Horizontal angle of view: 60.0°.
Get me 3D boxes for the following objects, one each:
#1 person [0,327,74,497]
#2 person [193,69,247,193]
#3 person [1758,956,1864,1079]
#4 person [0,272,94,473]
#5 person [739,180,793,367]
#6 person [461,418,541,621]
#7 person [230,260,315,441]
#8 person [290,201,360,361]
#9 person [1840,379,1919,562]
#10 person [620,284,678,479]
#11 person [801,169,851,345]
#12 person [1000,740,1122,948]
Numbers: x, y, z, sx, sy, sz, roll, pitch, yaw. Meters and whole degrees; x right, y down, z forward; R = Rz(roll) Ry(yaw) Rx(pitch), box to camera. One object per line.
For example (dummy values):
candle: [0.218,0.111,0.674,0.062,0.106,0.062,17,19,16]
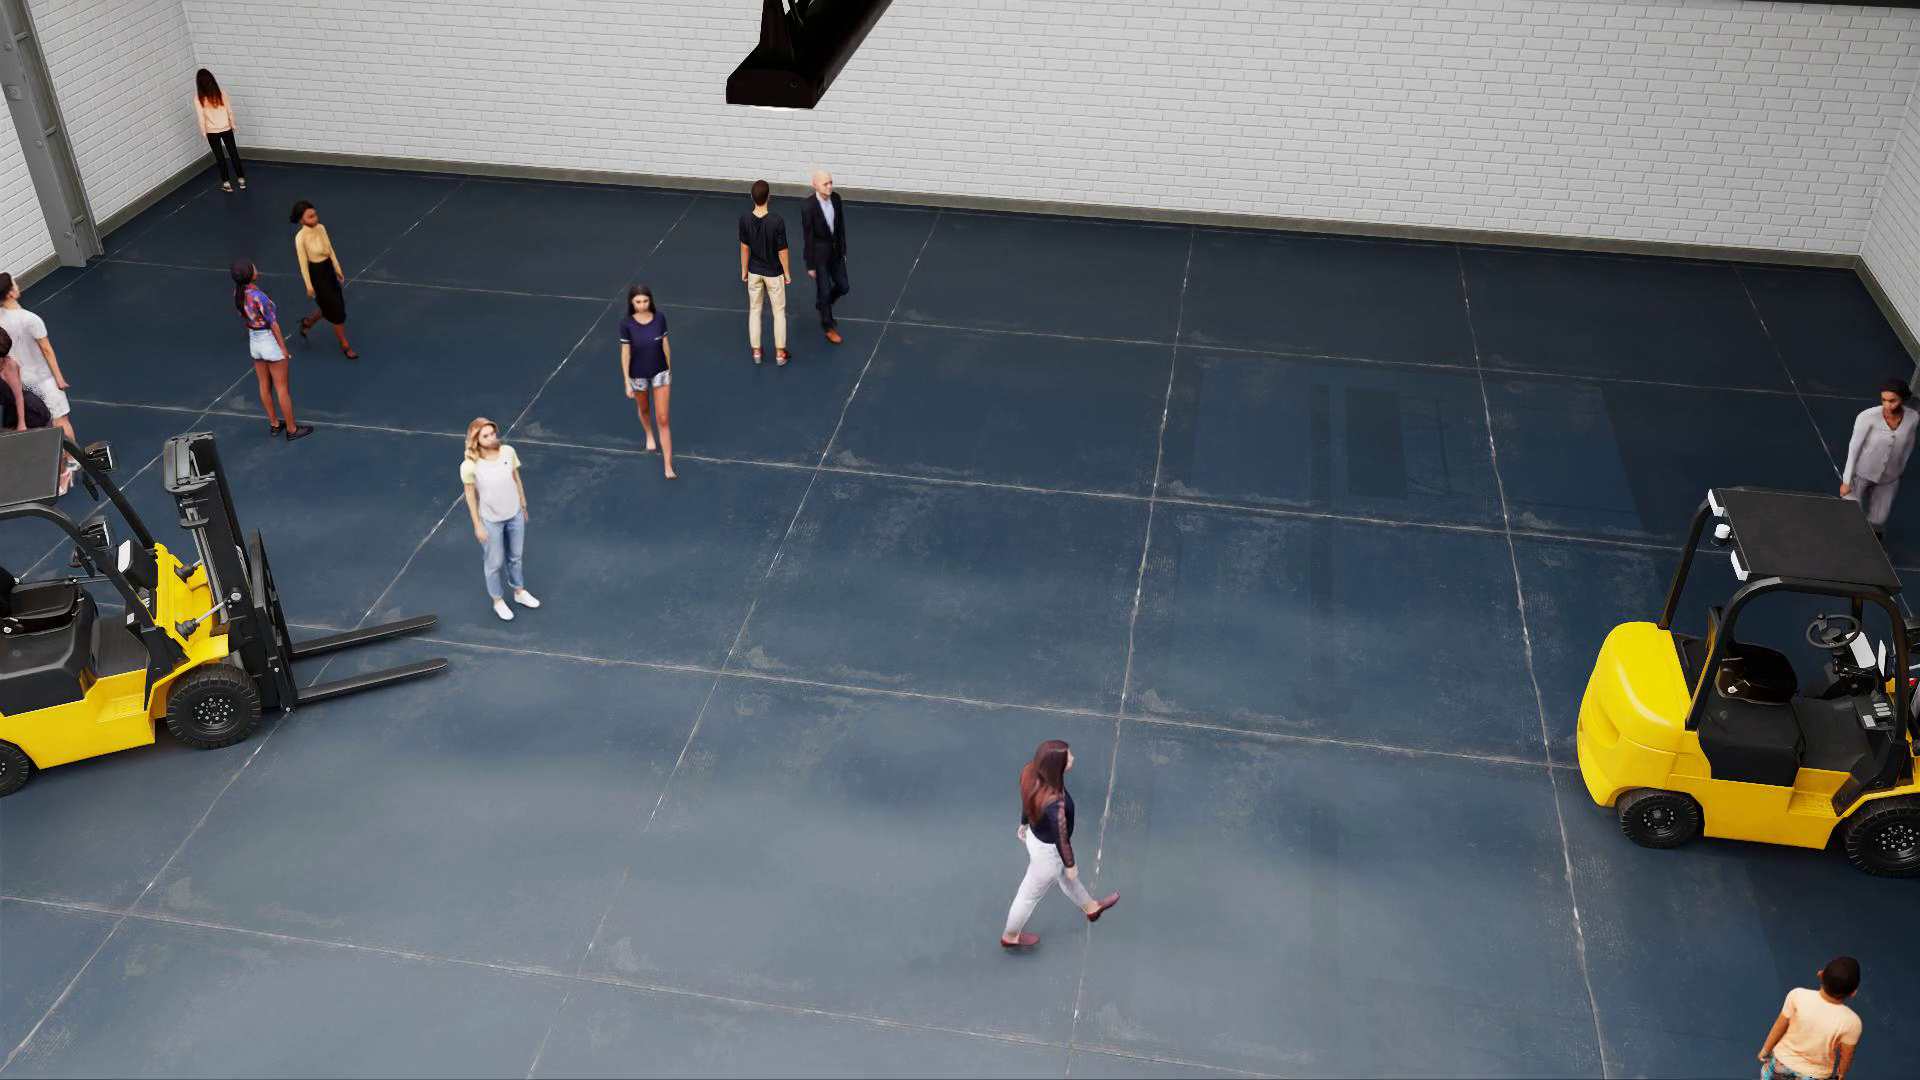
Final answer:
person: [-7.859,-1.087,14.005,0.677,1.748,0.790,21,39,28]
person: [-8.938,-4.948,20.055,0.637,1.481,0.705,-23,40,-31]
person: [4.301,2.723,8.542,0.652,1.451,0.697,24,41,32]
person: [-8.053,-1.449,14.454,0.692,1.855,0.599,9,35,13]
person: [-1.888,-2.595,16.181,0.634,1.851,0.545,6,34,10]
person: [-3.512,-0.182,12.666,0.766,1.723,0.663,27,42,34]
person: [-6.248,-1.723,14.969,0.646,1.741,0.616,17,37,23]
person: [-6.302,-2.547,16.307,0.653,1.632,0.866,8,34,12]
person: [7.278,-0.552,13.239,0.817,1.705,0.666,-5,34,-7]
person: [-2.750,-1.459,14.597,0.941,1.713,1.209,-10,35,-14]
person: [-1.395,-2.873,16.656,0.901,1.788,0.961,-25,41,-33]
person: [0.448,1.838,9.770,0.968,1.565,1.059,-10,35,-14]
